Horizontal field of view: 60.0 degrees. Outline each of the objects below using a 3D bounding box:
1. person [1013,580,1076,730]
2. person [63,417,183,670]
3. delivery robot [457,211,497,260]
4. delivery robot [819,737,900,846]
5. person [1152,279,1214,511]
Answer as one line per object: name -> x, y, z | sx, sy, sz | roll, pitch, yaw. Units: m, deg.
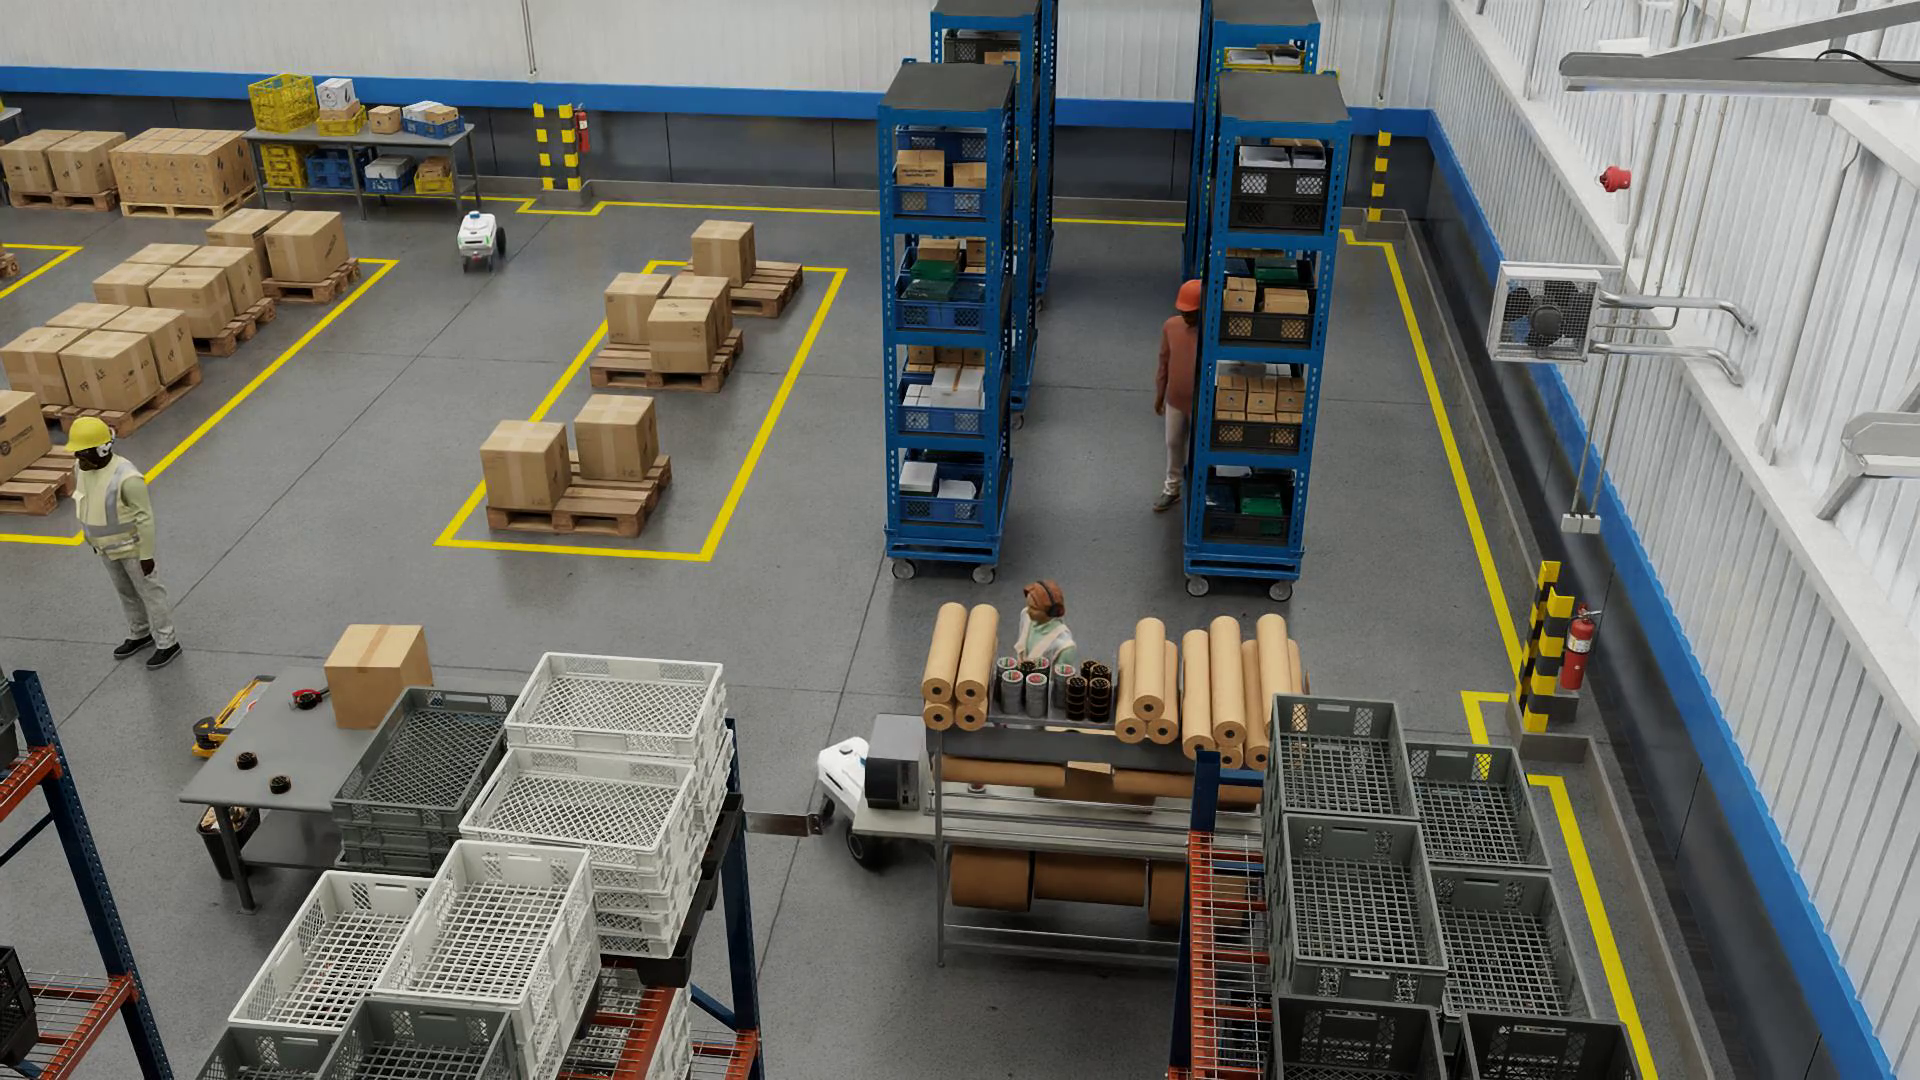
person -> 0.489, 0.934, 9.697 | 0.312, 1.632, 0.513 | -16, 34, -25
person -> -5.599, 0.011, 11.085 | 0.590, 1.833, 0.403 | 15, 33, 23
delivery robot -> -5.211, -3.307, 17.955 | 0.477, 0.478, 0.707 | -4, 31, -7
delivery robot -> -0.533, 1.448, 9.790 | 0.477, 0.478, 0.707 | -20, 36, -30
person -> 1.749, -1.072, 12.797 | 0.613, 1.986, 0.401 | 25, 38, 36
